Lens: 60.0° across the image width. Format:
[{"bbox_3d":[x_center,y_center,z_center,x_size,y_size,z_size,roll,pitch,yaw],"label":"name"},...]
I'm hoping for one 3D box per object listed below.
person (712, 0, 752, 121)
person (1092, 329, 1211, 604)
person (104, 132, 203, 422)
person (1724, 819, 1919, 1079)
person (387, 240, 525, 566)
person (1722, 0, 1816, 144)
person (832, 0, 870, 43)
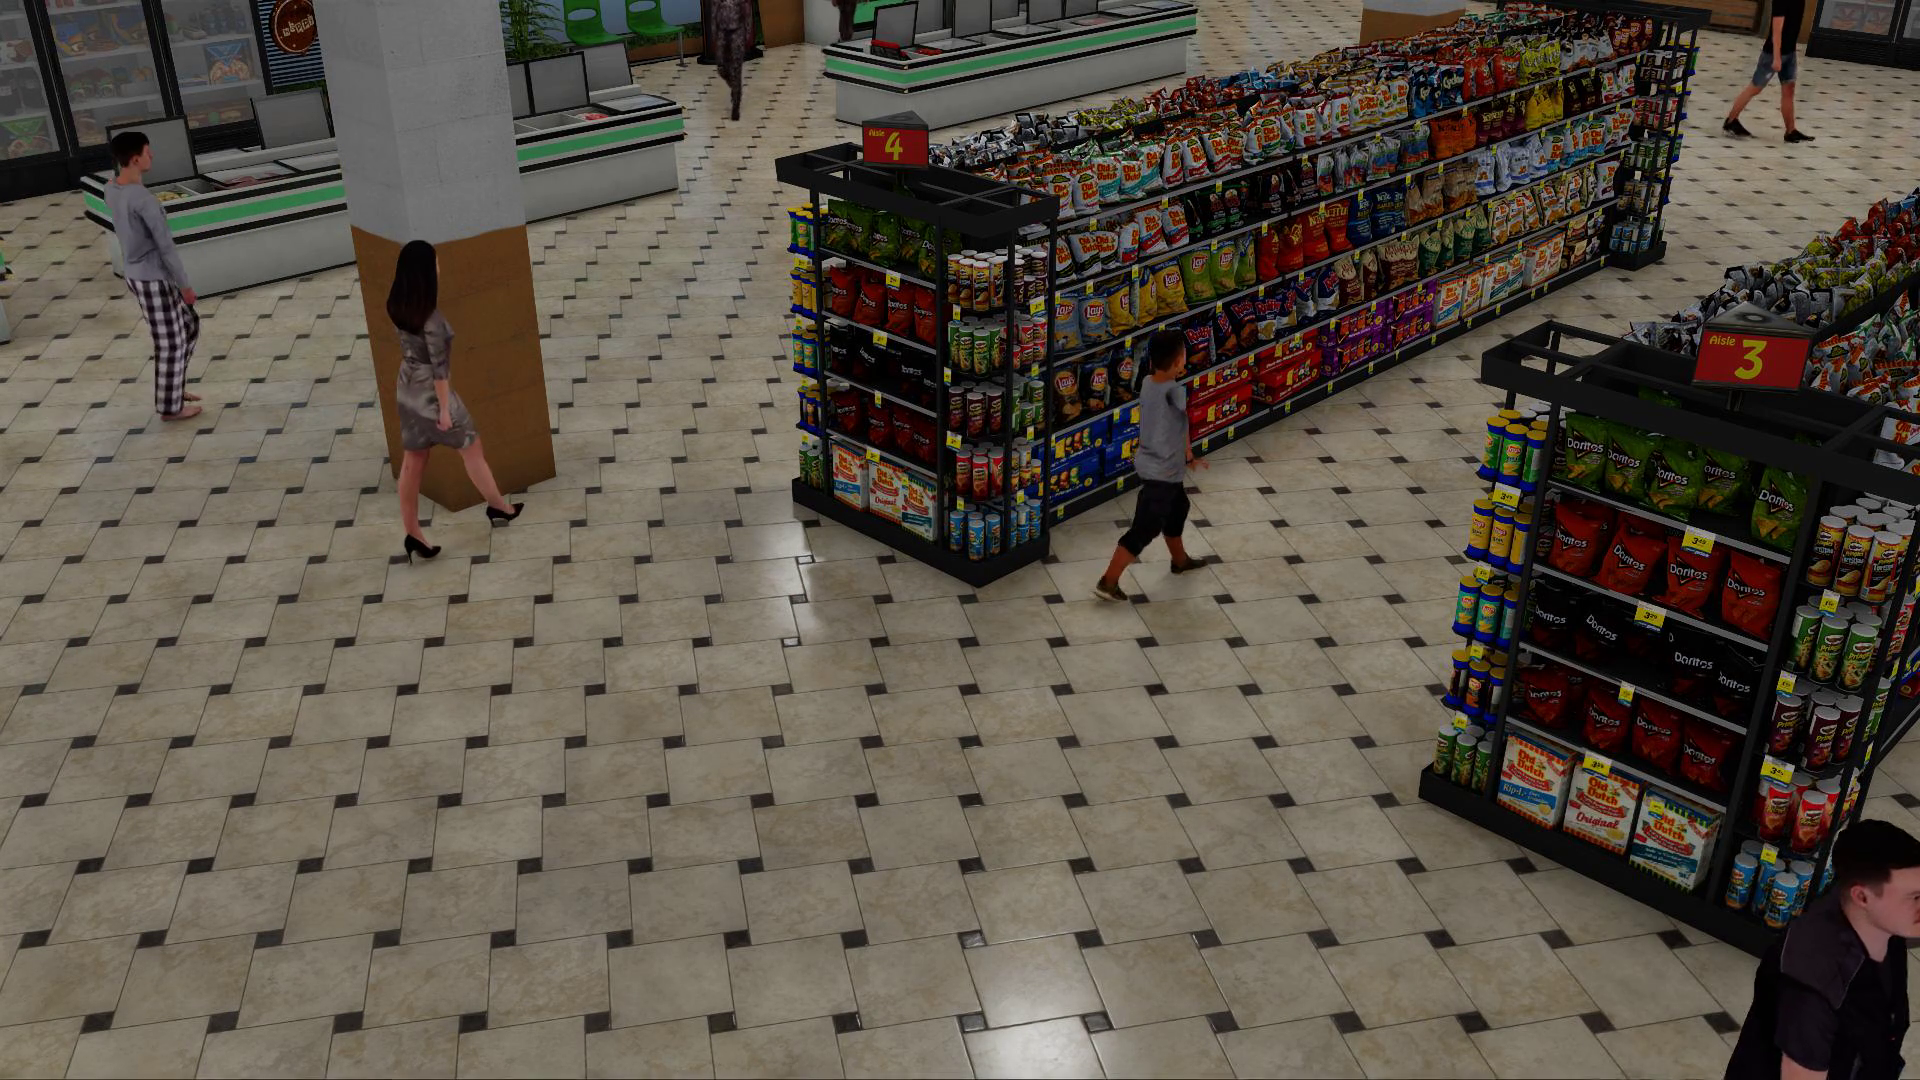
[{"bbox_3d":[-2.502,-5.499,18.208,0.909,1.701,0.965,0,27,-1],"label":"person"},{"bbox_3d":[0.967,-0.388,8.435,1.068,1.424,0.699,-15,31,-28],"label":"person"},{"bbox_3d":[-5.111,-1.599,10.371,0.668,1.833,0.690,21,34,35],"label":"person"},{"bbox_3d":[2.067,1.476,4.335,1.161,1.808,0.880,-19,33,-33],"label":"person"},{"bbox_3d":[-2.837,-0.668,8.675,0.739,1.707,1.032,16,31,29],"label":"person"},{"bbox_3d":[8.339,-5.011,17.136,1.180,1.801,0.867,-19,32,-32],"label":"person"},{"bbox_3d":[-1.435,-6.822,20.845,0.877,1.675,1.062,7,28,14],"label":"person"}]
